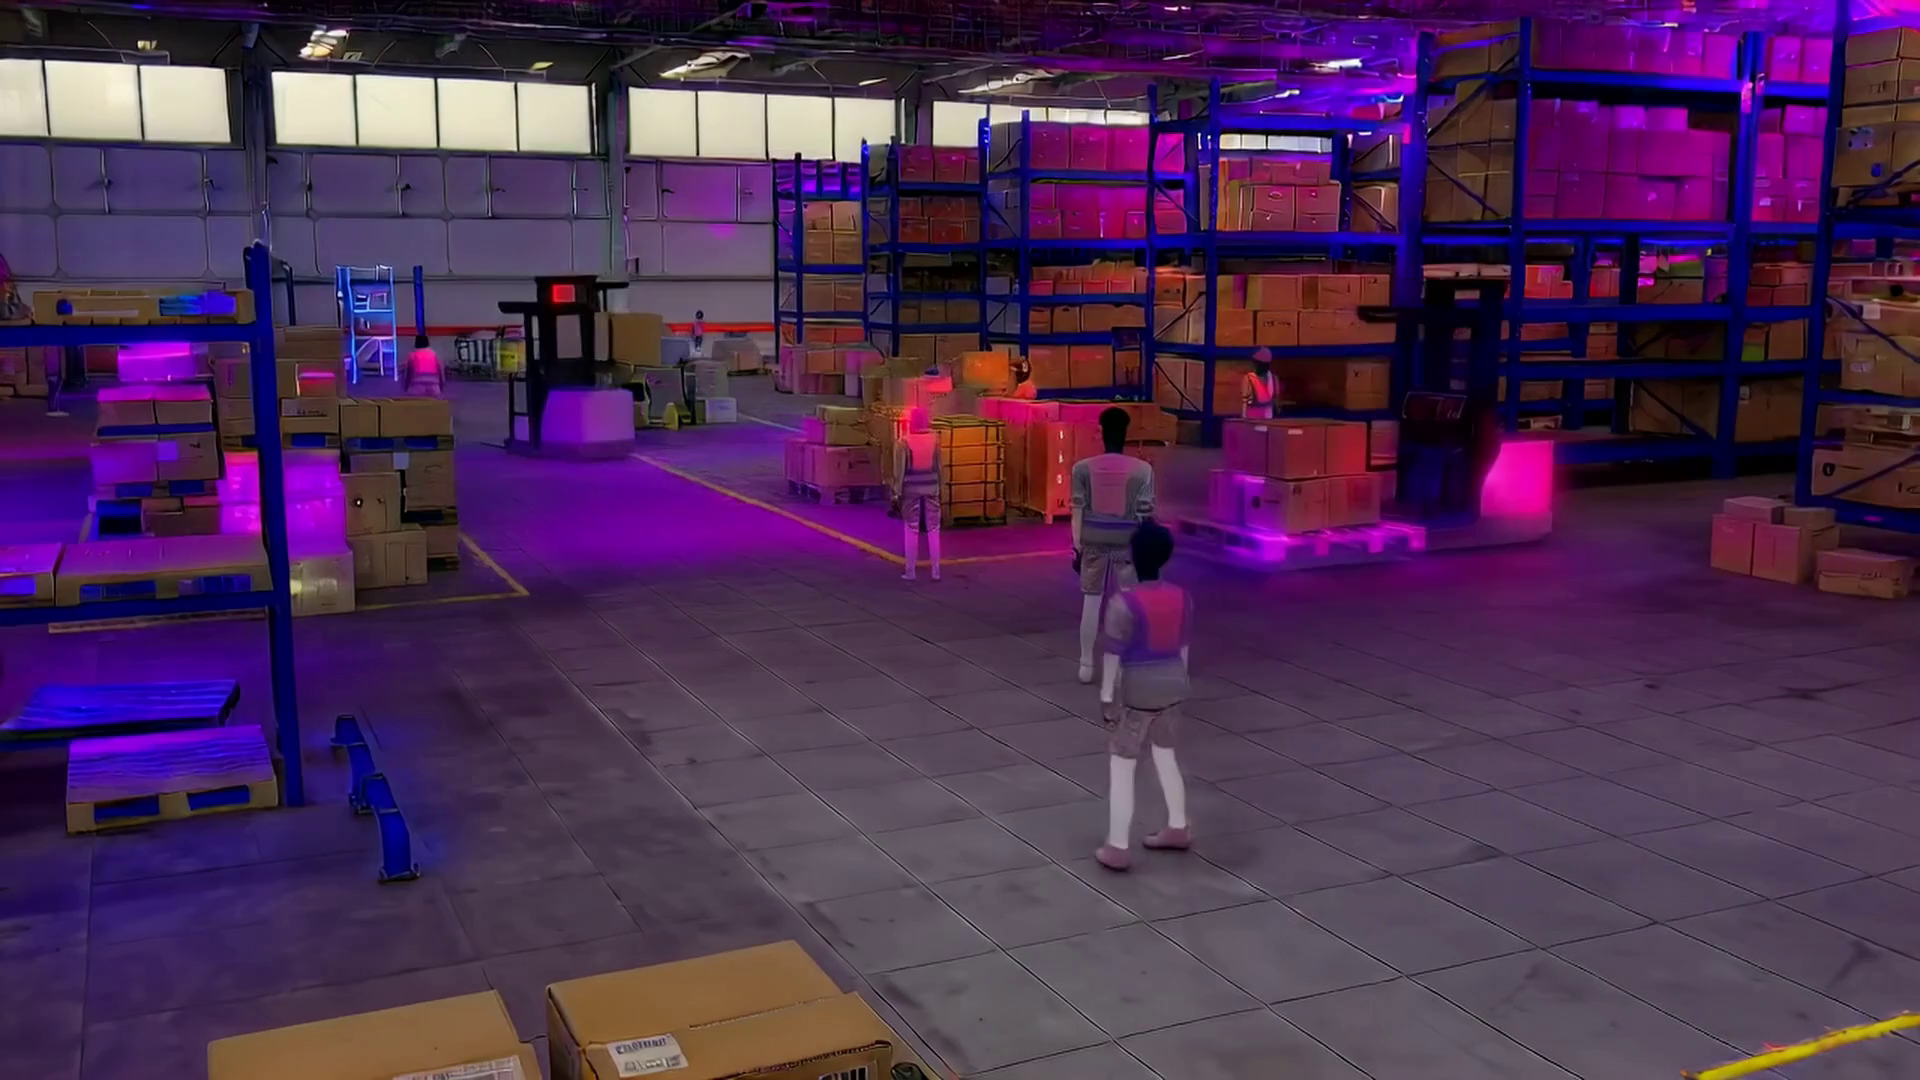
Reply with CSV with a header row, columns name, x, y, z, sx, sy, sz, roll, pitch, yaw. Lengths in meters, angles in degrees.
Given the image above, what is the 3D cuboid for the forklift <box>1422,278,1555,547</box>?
name,x,y,z,sx,sy,sz,roll,pitch,yaw
forklift,5.390,-1.420,17.900,1.873,2.768,1.129,-4,10,-25

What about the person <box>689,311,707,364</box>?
name,x,y,z,sx,sy,sz,roll,pitch,yaw
person,-6.776,-5.023,43.333,1.003,1.879,0.567,-6,11,-31

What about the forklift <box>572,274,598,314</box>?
name,x,y,z,sx,sy,sz,roll,pitch,yaw
forklift,-9.629,-5.443,42.857,1.873,2.768,1.129,1,9,6

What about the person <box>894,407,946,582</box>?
name,x,y,z,sx,sy,sz,roll,pitch,yaw
person,-0.368,-0.426,15.569,0.513,1.641,0.307,-3,10,-19

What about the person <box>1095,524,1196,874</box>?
name,x,y,z,sx,sy,sz,roll,pitch,yaw
person,0.918,0.758,8.079,0.574,1.676,0.346,-7,11,-36

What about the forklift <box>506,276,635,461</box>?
name,x,y,z,sx,sy,sz,roll,pitch,yaw
forklift,-6.080,-2.709,25.893,1.873,2.768,1.129,7,12,38

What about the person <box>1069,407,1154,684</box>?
name,x,y,z,sx,sy,sz,roll,pitch,yaw
person,1.060,0.047,11.665,0.604,1.957,0.387,3,9,15

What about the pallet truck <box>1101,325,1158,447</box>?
name,x,y,z,sx,sy,sz,roll,pitch,yaw
pallet truck,2.881,-2.596,27.923,0.823,1.965,1.885,-1,9,-7

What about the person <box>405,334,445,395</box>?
name,x,y,z,sx,sy,sz,roll,pitch,yaw
person,-9.322,-2.680,28.980,0.654,1.823,0.436,-7,12,-38

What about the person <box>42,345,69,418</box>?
name,x,y,z,sx,sy,sz,roll,pitch,yaw
person,-18.030,-3.391,33.096,0.373,1.931,0.624,-2,9,-13

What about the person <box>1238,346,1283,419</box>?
name,x,y,z,sx,sy,sz,roll,pitch,yaw
person,4.012,-1.603,22.019,0.560,1.910,0.699,-4,10,-22

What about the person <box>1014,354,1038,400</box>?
name,x,y,z,sx,sy,sz,roll,pitch,yaw
person,0.809,-1.379,20.767,0.331,1.874,0.519,-3,10,-16
